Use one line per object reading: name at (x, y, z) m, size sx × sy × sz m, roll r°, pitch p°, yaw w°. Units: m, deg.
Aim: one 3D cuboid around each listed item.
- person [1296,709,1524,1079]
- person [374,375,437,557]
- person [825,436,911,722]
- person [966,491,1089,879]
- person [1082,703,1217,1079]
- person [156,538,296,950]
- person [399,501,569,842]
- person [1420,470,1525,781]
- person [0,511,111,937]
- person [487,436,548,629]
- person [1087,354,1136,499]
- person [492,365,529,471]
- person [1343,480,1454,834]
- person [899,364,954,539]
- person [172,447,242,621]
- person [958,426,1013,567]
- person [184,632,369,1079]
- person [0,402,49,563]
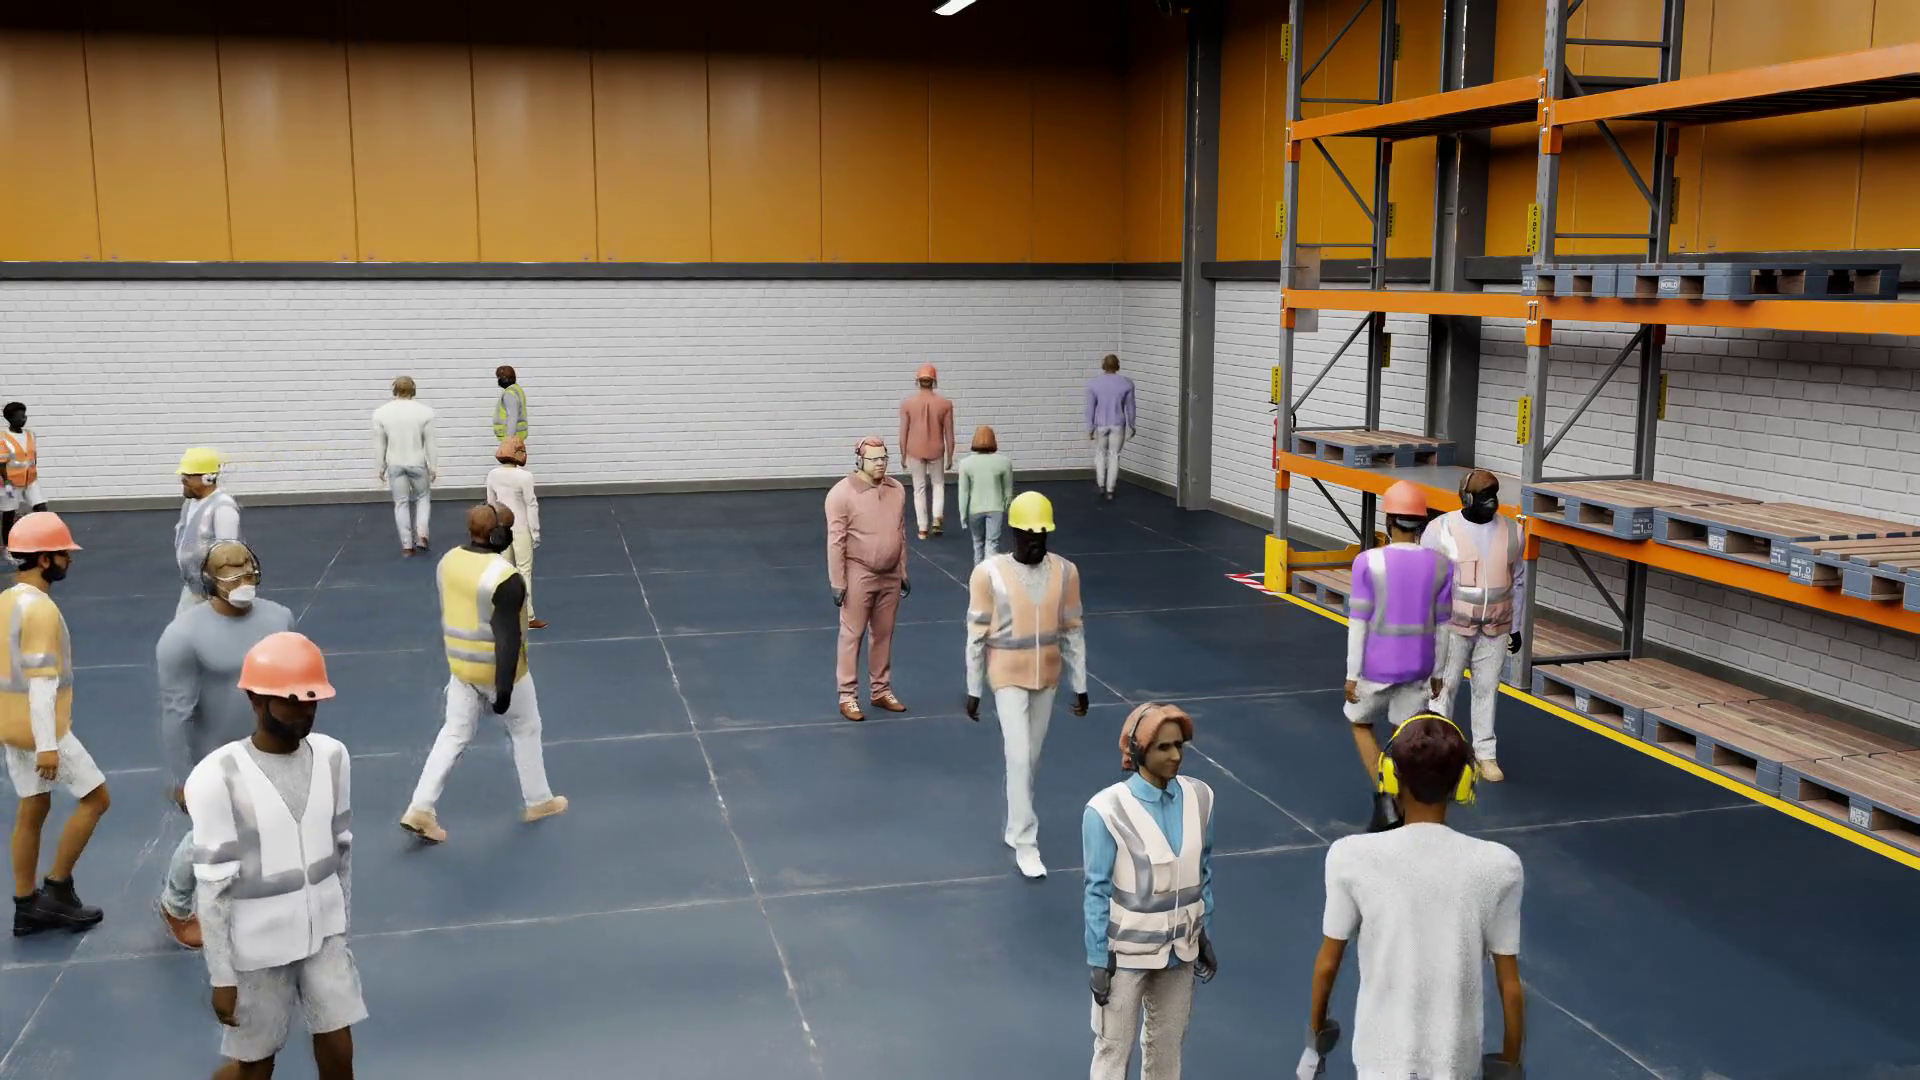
person at (1.172, 1.373, 4.339) m, size 0.550 × 1.845 × 0.444 m, roll 1°, pitch 9°, yaw 5°
person at (-5.841, -0.779, 17.573) m, size 0.629 × 1.924 × 0.445 m, roll -2°, pitch 9°, yaw -13°
person at (-0.588, 0.249, 11.185) m, size 0.652 × 1.906 × 0.402 m, roll -8°, pitch 12°, yaw -40°
person at (0.389, 0.716, 8.263) m, size 0.613 × 1.901 × 0.778 m, roll -4°, pitch 10°, yaw -25°
person at (0.602, 1.323, 5.320) m, size 0.514 × 1.639 × 0.307 m, roll -6°, pitch 11°, yaw -33°
person at (-3.136, 0.912, 7.112) m, size 0.993 × 1.902 × 0.627 m, roll 6°, pitch 11°, yaw 33°
person at (-2.555, 0.685, 8.815) m, size 0.615 × 1.799 × 0.950 m, roll 6°, pitch 11°, yaw 31°
person at (3.010, 0.505, 9.779) m, size 0.627 × 1.847 × 0.429 m, roll 0°, pitch 9°, yaw -2°
person at (-4.100, 0.834, 7.485) m, size 0.589 × 1.918 × 0.502 m, roll 9°, pitch 13°, yaw 43°
person at (-3.729, -0.058, 13.951) m, size 0.497 × 1.632 × 0.289 m, roll 4°, pitch 10°, yaw 26°
person at (2.031, -1.521, 22.186) m, size 0.640 × 1.919 × 0.654 m, roll 2°, pitch 9°, yaw 14°
person at (-5.655, -1.277, 20.939) m, size 0.430 × 1.835 × 0.625 m, roll -1°, pitch 9°, yaw -7°
person at (2.265, 0.643, 8.670) m, size 0.574 × 1.920 × 0.399 m, roll -1°, pitch 9°, yaw -6°
person at (-0.379, -0.992, 18.717) m, size 0.615 × 1.980 × 0.422 m, roll -1°, pitch 9°, yaw -4°
person at (-5.116, 0.280, 11.250) m, size 0.619 × 1.818 × 0.497 m, roll 8°, pitch 12°, yaw 40°
person at (0.234, -0.256, 15.334) m, size 0.494 × 1.591 × 0.873 m, roll 1°, pitch 9°, yaw 8°
person at (-2.150, 1.210, 5.181) m, size 0.786 × 1.913 × 0.556 m, roll 7°, pitch 11°, yaw 35°
person at (-9.585, -0.573, 17.040) m, size 0.754 × 1.667 × 0.538 m, roll 4°, pitch 10°, yaw 24°
